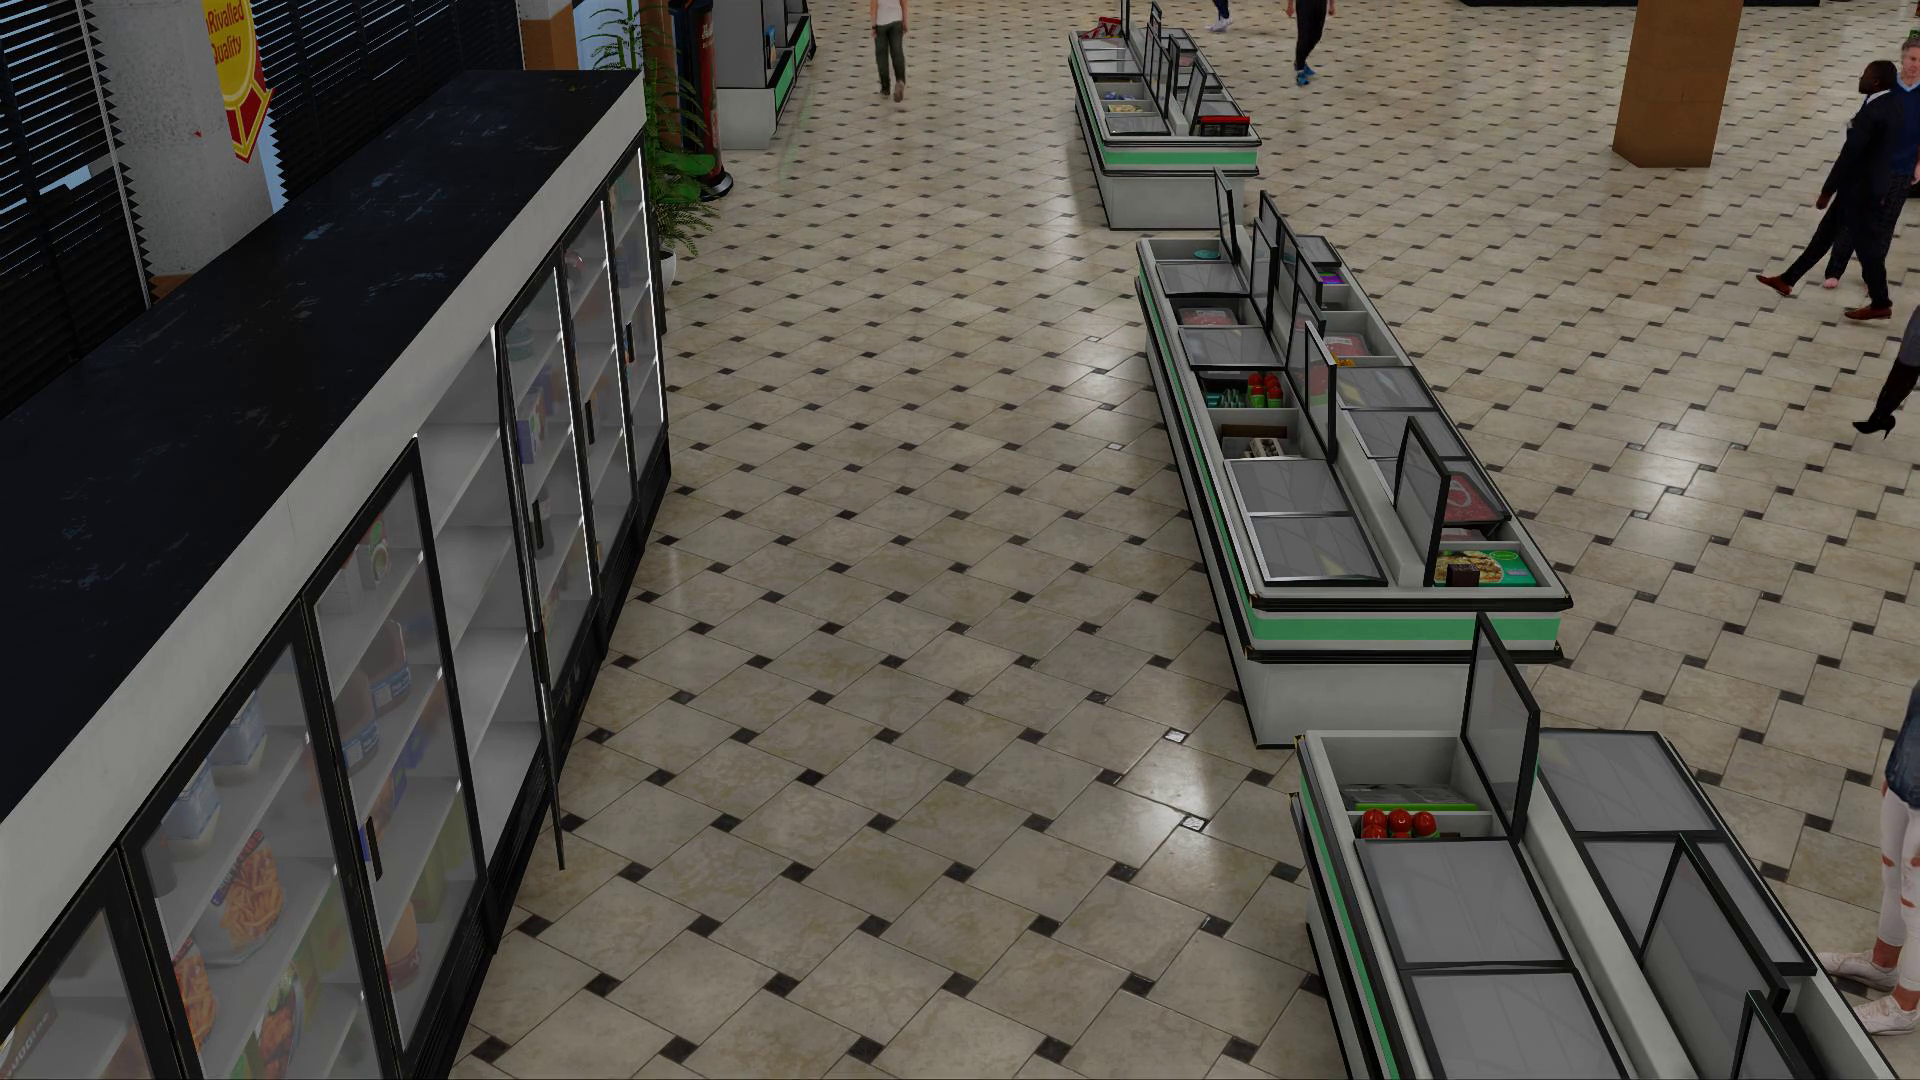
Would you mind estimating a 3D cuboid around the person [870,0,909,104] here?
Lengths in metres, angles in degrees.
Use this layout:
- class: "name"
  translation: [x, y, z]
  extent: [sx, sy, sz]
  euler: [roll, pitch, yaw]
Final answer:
- class: "person"
  translation: [-0.760, -5.577, 18.089]
  extent: [0.734, 1.632, 1.097]
  euler: [-6, 28, -12]

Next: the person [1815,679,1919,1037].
- class: "person"
  translation: [3.136, 0.850, 5.341]
  extent: [0.715, 1.700, 0.516]
  euler: [5, 27, 10]

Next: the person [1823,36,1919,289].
- class: "person"
  translation: [6.841, -2.772, 12.296]
  extent: [0.716, 1.869, 0.648]
  euler: [8, 28, 15]

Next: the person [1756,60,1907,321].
- class: "person"
  translation: [6.394, -2.396, 11.664]
  extent: [1.294, 1.770, 1.242]
  euler: [23, 35, 37]

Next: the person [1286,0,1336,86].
- class: "person"
  translation: [3.991, -6.145, 19.029]
  extent: [0.879, 1.795, 1.021]
  euler: [-10, 29, -19]

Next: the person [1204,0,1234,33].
- class: "person"
  translation: [3.555, -7.634, 21.901]
  extent: [0.805, 1.853, 0.624]
  euler: [4, 27, 7]
